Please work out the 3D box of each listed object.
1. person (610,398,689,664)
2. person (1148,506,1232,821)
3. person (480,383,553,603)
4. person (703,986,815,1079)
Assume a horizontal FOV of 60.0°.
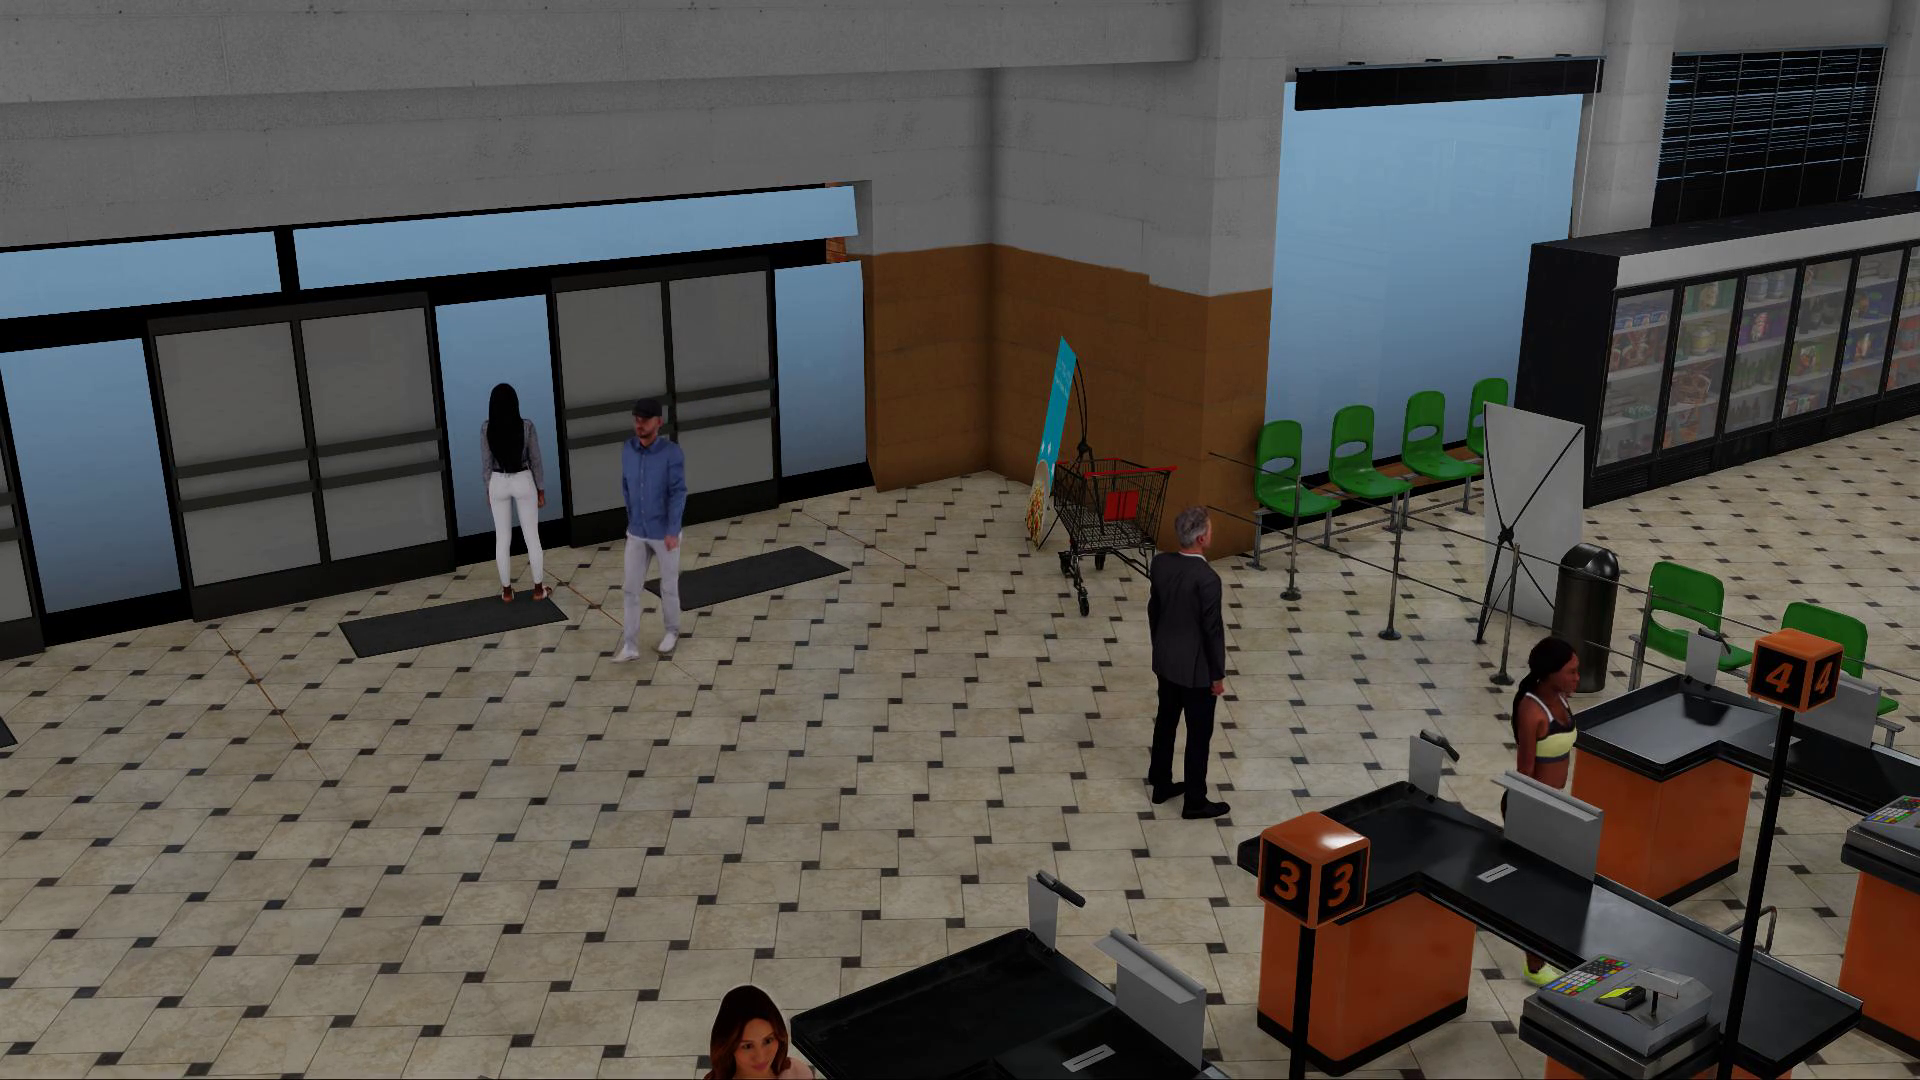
[{"bbox_3d":[-2.120,-0.098,11.712,1.018,1.866,1.039,6,19,17],"label":"person"},{"bbox_3d":[1.295,0.682,9.437,0.766,1.842,0.527,-14,23,-35],"label":"person"},{"bbox_3d":[-3.418,-0.365,12.725,0.677,1.724,0.671,-2,19,-6],"label":"person"},{"bbox_3d":[-0.625,2.155,5.147,0.602,1.792,0.526,-11,22,-29],"label":"person"}]
